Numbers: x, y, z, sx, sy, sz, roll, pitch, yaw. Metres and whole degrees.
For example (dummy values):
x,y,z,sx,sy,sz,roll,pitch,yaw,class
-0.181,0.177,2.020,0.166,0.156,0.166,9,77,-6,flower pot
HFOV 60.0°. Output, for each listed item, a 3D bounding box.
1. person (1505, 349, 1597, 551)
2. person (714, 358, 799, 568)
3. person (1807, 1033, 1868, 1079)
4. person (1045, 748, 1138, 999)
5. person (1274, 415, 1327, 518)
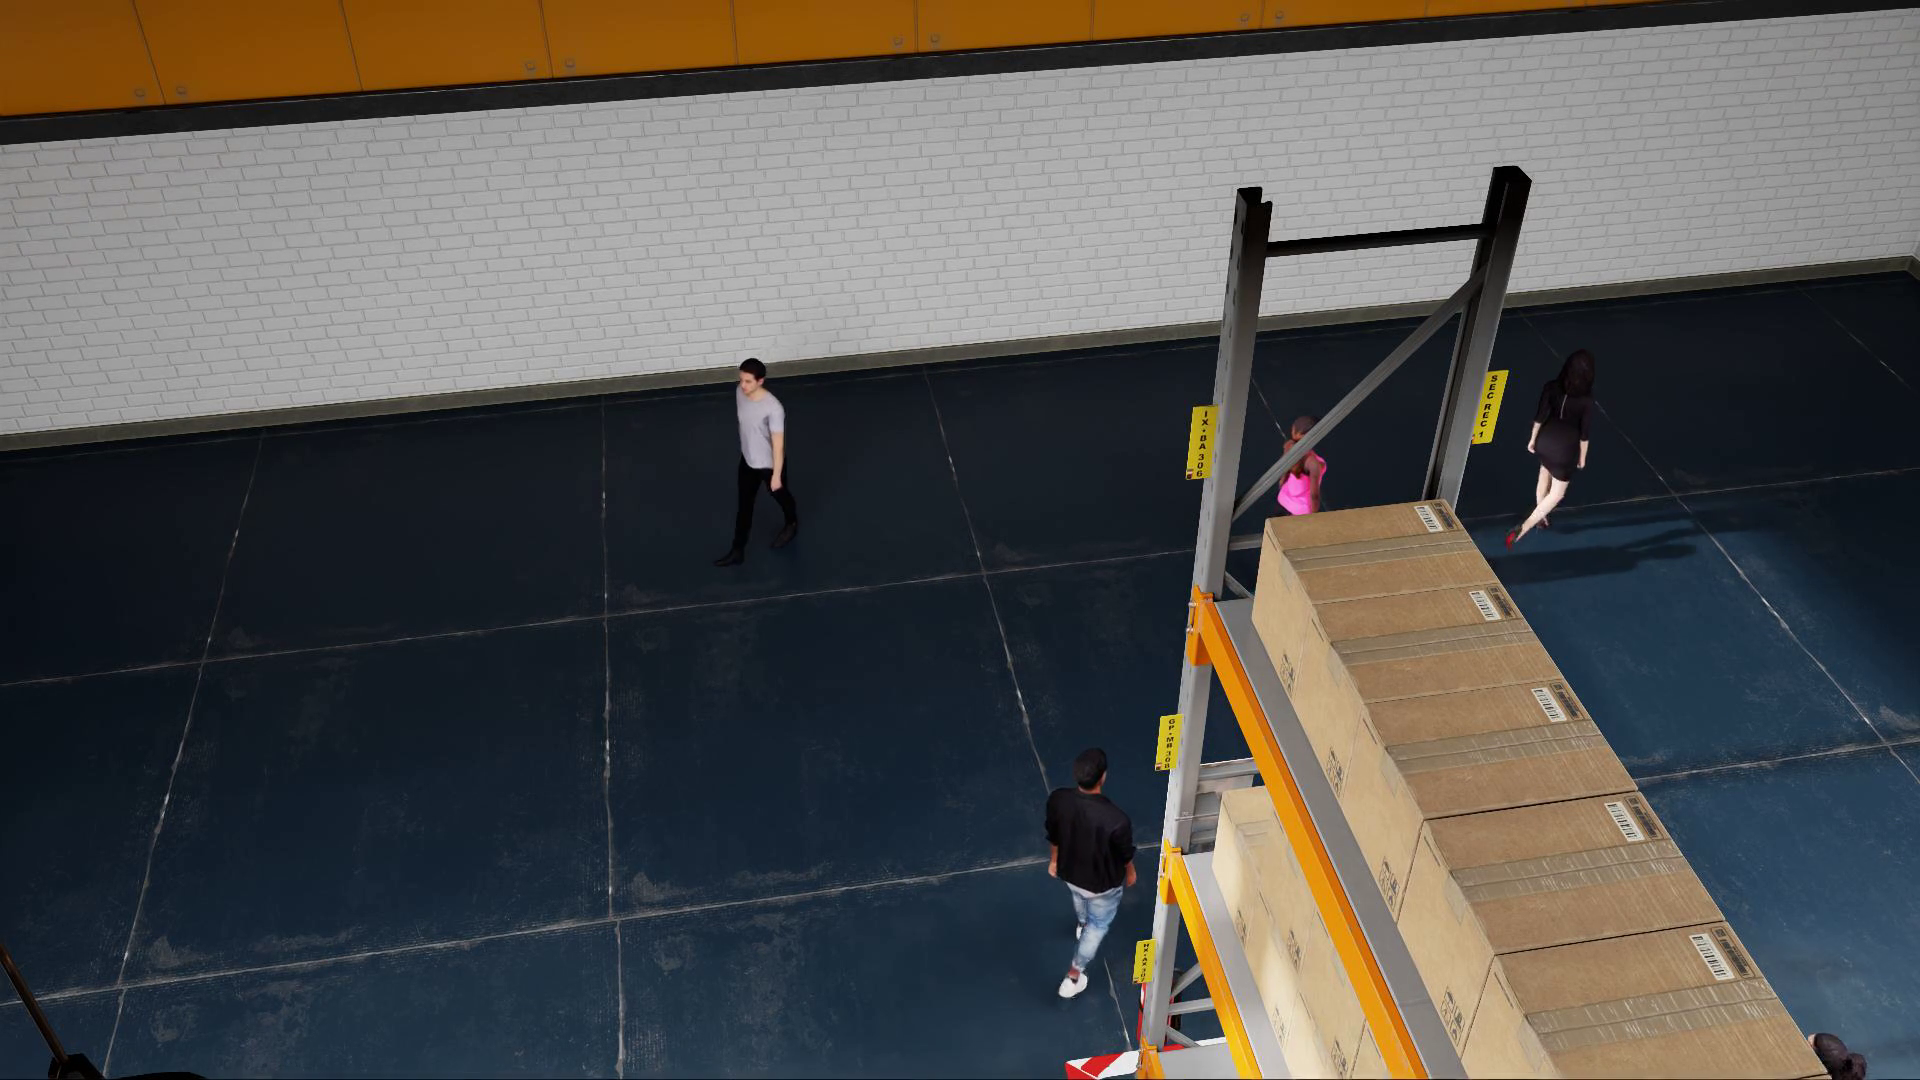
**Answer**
x,y,z,sx,sy,sz,roll,pitch,yaw,class
4.650,-0.653,13.088,0.979,1.785,1.051,-28,47,-31,person
-1.475,-0.665,13.066,1.149,1.832,1.191,26,45,29,person
4.210,3.105,8.408,0.881,1.752,0.822,22,44,26,person
0.747,1.975,9.793,1.077,1.790,1.137,23,44,26,person
2.534,-0.222,12.597,0.685,1.724,0.587,-20,43,-23,person
